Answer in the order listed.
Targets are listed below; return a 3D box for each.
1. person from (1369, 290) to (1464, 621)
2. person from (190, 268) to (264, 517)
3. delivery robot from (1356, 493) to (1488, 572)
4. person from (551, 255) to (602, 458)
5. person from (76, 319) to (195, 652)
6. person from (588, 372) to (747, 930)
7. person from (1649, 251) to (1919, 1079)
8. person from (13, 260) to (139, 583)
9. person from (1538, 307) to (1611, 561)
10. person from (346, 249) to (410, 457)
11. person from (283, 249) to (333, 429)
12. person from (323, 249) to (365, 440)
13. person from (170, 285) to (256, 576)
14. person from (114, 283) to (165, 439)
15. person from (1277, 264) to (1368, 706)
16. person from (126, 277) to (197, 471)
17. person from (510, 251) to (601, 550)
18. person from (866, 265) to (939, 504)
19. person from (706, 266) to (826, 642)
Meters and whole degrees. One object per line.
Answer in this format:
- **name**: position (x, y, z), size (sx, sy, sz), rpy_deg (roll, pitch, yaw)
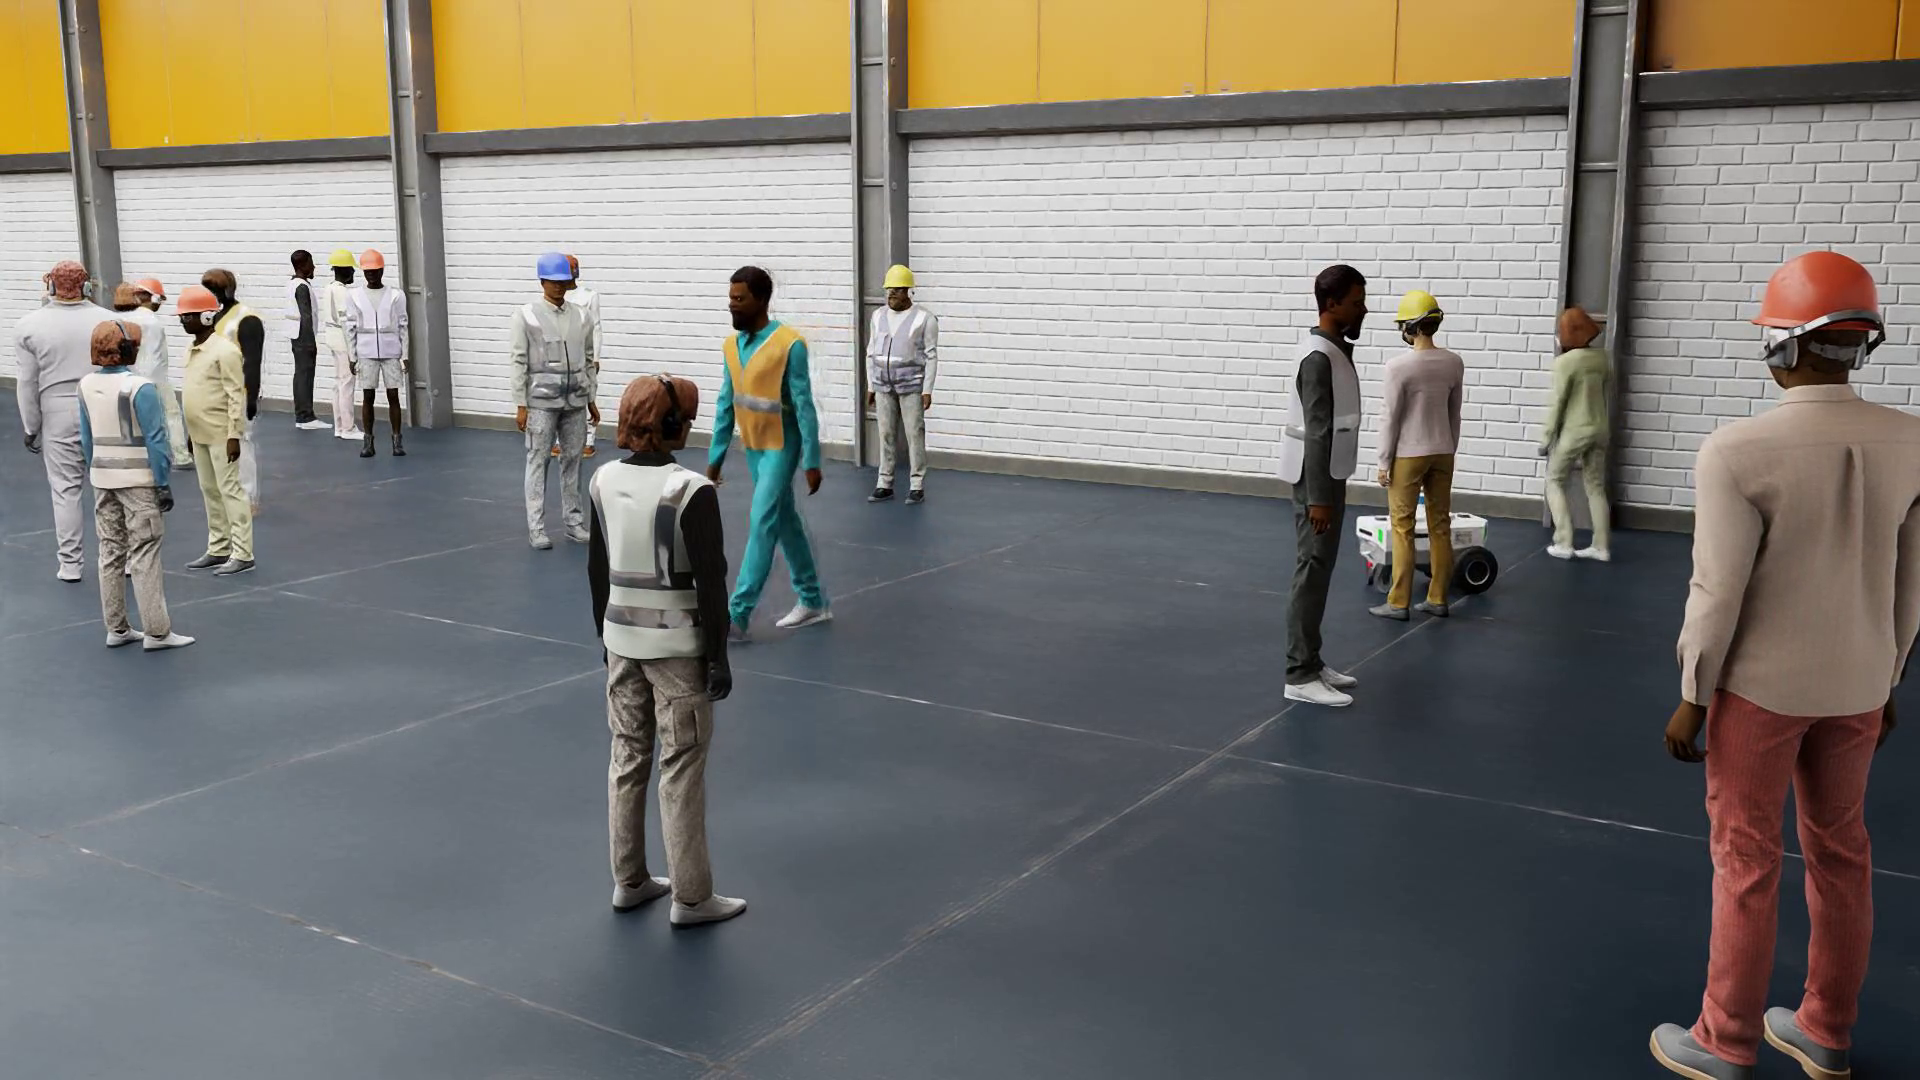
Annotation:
- **person**: position (2.433, -0.442, 8.874), size (0.524, 1.761, 0.339), rpy_deg (-5, 11, -24)
- **person**: position (-5.307, -1.052, 12.052), size (0.648, 1.823, 0.451), rpy_deg (5, 11, 26)
- **delivery robot**: position (2.672, -0.027, 9.637), size (0.707, 0.478, 0.477), rpy_deg (-2, 10, -11)
- **person**: position (-3.625, -1.704, 15.506), size (0.584, 1.882, 0.346), rpy_deg (2, 10, 12)
- **person**: position (-4.094, -0.262, 8.193), size (0.511, 1.641, 0.307), rpy_deg (4, 11, 22)
- **person**: position (-0.881, 0.329, 4.921), size (0.524, 1.639, 0.308), rpy_deg (7, 13, 35)
- **person**: position (1.952, 0.334, 3.907), size (0.610, 1.995, 0.375), rpy_deg (-2, 10, -12)
- **person**: position (-5.223, -0.702, 9.895), size (0.651, 1.906, 0.403), rpy_deg (-6, 12, -30)
- **person**: position (3.865, -0.651, 10.439), size (0.508, 1.608, 0.378), rpy_deg (-6, 12, -31)
- **person**: position (-5.432, -1.738, 15.546), size (0.553, 1.935, 0.364), rpy_deg (-3, 11, -17)
- **person**: position (-7.062, -2.153, 17.899), size (0.392, 1.920, 0.587), rpy_deg (-7, 12, -32)
- **person**: position (-6.245, -1.978, 16.904), size (0.364, 1.928, 0.586), rpy_deg (-7, 12, -33)
- **person**: position (-4.550, -0.661, 10.089), size (0.573, 1.748, 0.342), rpy_deg (8, 13, 38)
- **person**: position (-7.522, -1.517, 15.164), size (0.498, 1.633, 0.279), rpy_deg (-8, 13, -36)
- **person**: position (1.593, -0.245, 7.332), size (0.377, 1.916, 0.600), rpy_deg (3, 11, 17)
- **person**: position (-7.089, -1.422, 14.429), size (0.556, 1.707, 0.800), rpy_deg (8, 13, 37)
- **person**: position (-2.655, -0.917, 10.971), size (0.614, 1.945, 0.406), rpy_deg (-9, 13, -40)
- **person**: position (-0.464, -1.190, 12.800), size (0.590, 1.833, 0.404), rpy_deg (5, 11, 24)
- **person**: position (-1.036, -0.430, 8.436), size (0.943, 1.881, 0.630), rpy_deg (-9, 14, -41)
